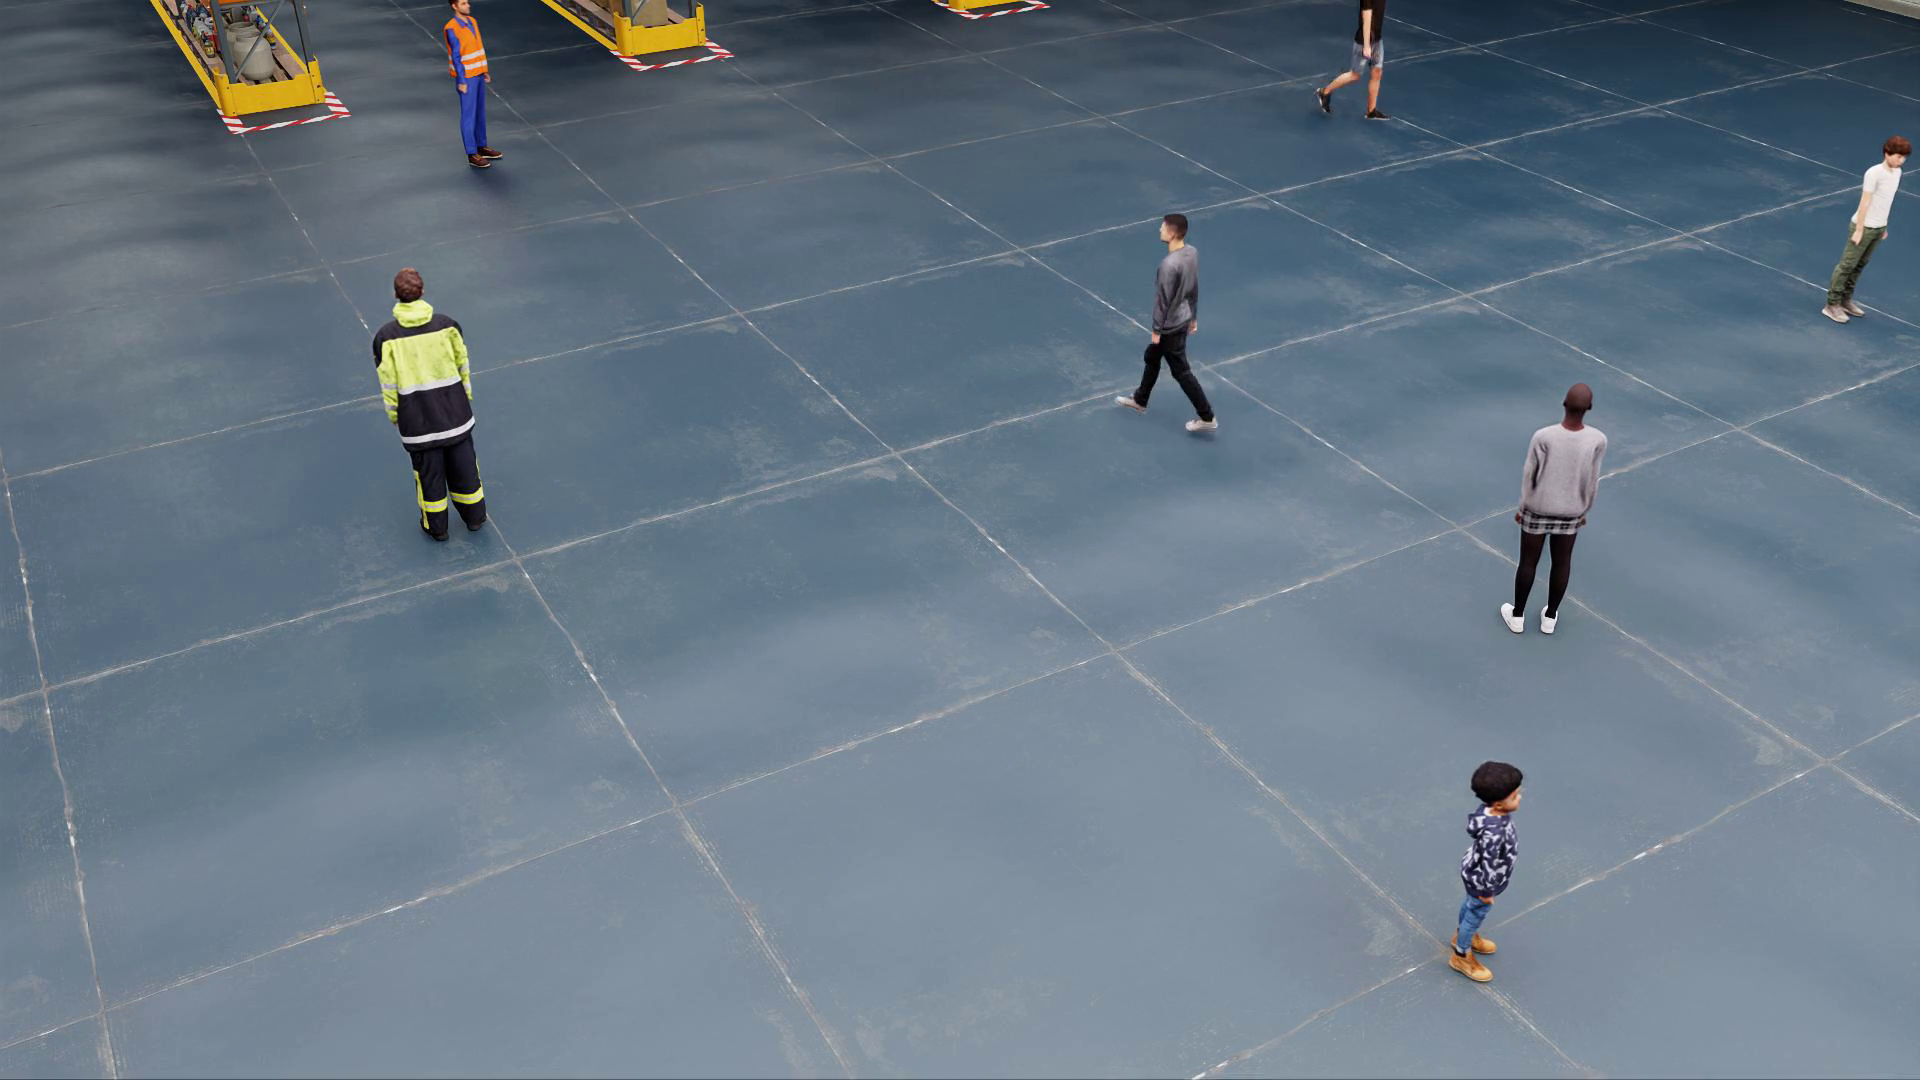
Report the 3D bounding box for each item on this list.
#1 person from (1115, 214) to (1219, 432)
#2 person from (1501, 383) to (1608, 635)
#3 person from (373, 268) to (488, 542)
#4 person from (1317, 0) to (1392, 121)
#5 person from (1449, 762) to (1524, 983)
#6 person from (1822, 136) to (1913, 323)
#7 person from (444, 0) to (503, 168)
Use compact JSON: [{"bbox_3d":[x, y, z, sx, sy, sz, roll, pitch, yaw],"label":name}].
[{"bbox_3d":[1.710,-1.618,12.770,1.233,1.718,1.005,18,36,26],"label":"person"},{"bbox_3d":[3.739,-0.191,10.457,0.699,1.772,0.729,3,32,5],"label":"person"},{"bbox_3d":[-3.641,-0.930,11.432,0.759,1.983,0.617,-18,36,-26],"label":"person"},{"bbox_3d":[4.638,-5.783,19.274,1.232,1.823,0.963,21,38,30],"label":"person"},{"bbox_3d":[2.570,1.594,8.117,0.646,1.250,0.594,12,34,19],"label":"person"},{"bbox_3d":[7.983,-2.755,14.632,0.563,1.655,0.515,-17,36,-25],"label":"person"},{"bbox_3d":[-5.310,-5.014,18.017,0.842,1.864,0.781,8,33,12],"label":"person"}]
